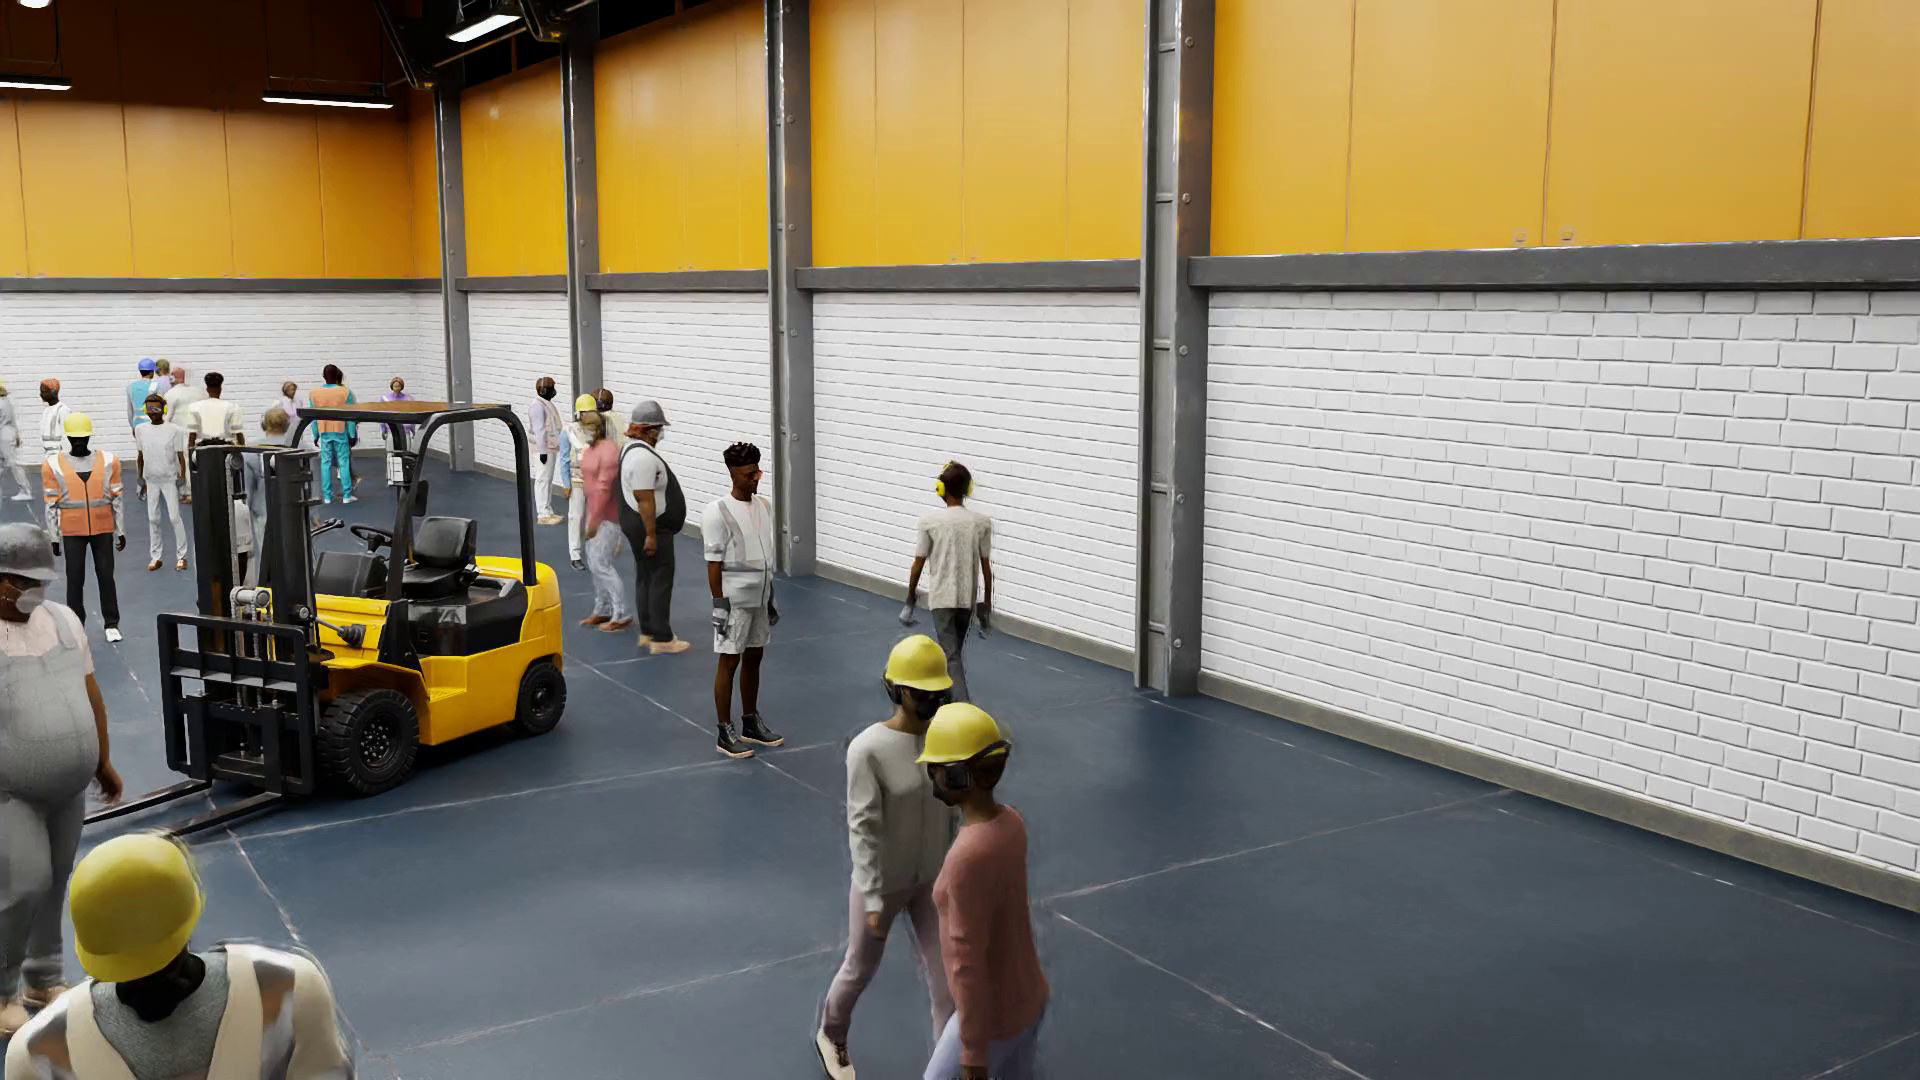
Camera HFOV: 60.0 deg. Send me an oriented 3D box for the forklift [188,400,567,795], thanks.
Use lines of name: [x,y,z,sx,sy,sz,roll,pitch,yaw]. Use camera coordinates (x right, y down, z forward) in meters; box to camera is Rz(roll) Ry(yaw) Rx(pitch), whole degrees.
forklift: [-3.529,0.258,10.348,1.214,2.155,2.313,4,9,25]

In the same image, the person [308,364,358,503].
person: [-8.597,-1.453,22.824,0.590,1.915,0.392,-1,8,-5]

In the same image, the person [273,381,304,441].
person: [-9.957,-1.562,24.615,0.871,1.593,0.534,6,10,36]

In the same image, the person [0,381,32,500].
person: [-13.386,-1.394,23.122,0.847,1.700,0.495,-1,9,-10]

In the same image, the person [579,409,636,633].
person: [-3.037,-0.158,14.101,0.411,1.911,0.644,-6,10,-34]

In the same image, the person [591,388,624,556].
person: [-3.903,-0.739,18.253,0.429,1.845,0.621,1,8,4]

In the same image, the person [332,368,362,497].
person: [-8.621,-1.490,23.274,0.500,1.848,0.548,4,9,27]

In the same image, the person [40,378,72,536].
person: [-10.727,-0.983,19.789,0.579,1.879,0.354,8,11,42]

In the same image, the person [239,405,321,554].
person: [-5.856,-0.196,14.338,0.657,1.918,0.605,-4,9,-25]

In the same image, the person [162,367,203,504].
person: [-10.642,-1.411,22.670,0.601,1.883,0.639,1,9,8]

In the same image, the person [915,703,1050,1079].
person: [0.069,1.328,4.673,0.486,1.738,0.554,3,9,17]

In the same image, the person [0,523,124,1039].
person: [-3.643,0.905,6.507,0.540,2.000,0.684,3,9,19]

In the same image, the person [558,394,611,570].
person: [-3.891,-0.609,17.399,0.588,1.835,0.403,-8,11,-43]

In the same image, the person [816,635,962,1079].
person: [-0.214,1.164,5.830,0.536,1.723,0.915,-6,10,-35]

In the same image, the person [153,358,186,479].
person: [-11.752,-1.727,24.645,0.446,1.919,0.661,5,10,30]

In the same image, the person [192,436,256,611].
person: [-4.758,0.310,10.764,0.362,1.966,0.611,-6,10,-35]

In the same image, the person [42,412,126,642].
person: [-7.165,-0.091,13.646,0.581,1.919,0.393,-6,10,-35]

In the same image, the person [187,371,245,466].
person: [-8.864,-1.036,19.872,0.642,1.943,0.667,-3,9,-17]

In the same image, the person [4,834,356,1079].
person: [-1.543,1.438,3.435,0.667,1.876,0.772,-4,9,-25]

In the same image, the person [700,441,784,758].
person: [-1.352,0.361,10.423,0.367,1.966,0.607,5,10,30]

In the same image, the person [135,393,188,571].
person: [-8.275,-0.595,17.242,0.511,1.860,0.341,0,8,-2]

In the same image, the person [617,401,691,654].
person: [-2.477,-0.119,13.407,0.540,2.000,0.700,-3,9,-21]

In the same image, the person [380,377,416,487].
person: [-8.382,-1.614,24.830,0.514,1.640,0.310,-4,10,-28]

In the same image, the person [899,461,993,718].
person: [-0.066,0.416,10.556,0.537,1.823,0.972,-4,9,-26]

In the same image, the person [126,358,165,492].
person: [-11.719,-1.652,24.048,0.605,1.949,0.401,2,9,11]

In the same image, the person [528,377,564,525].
person: [-5.161,-1.118,20.805,0.430,1.845,0.619,0,8,-2]
